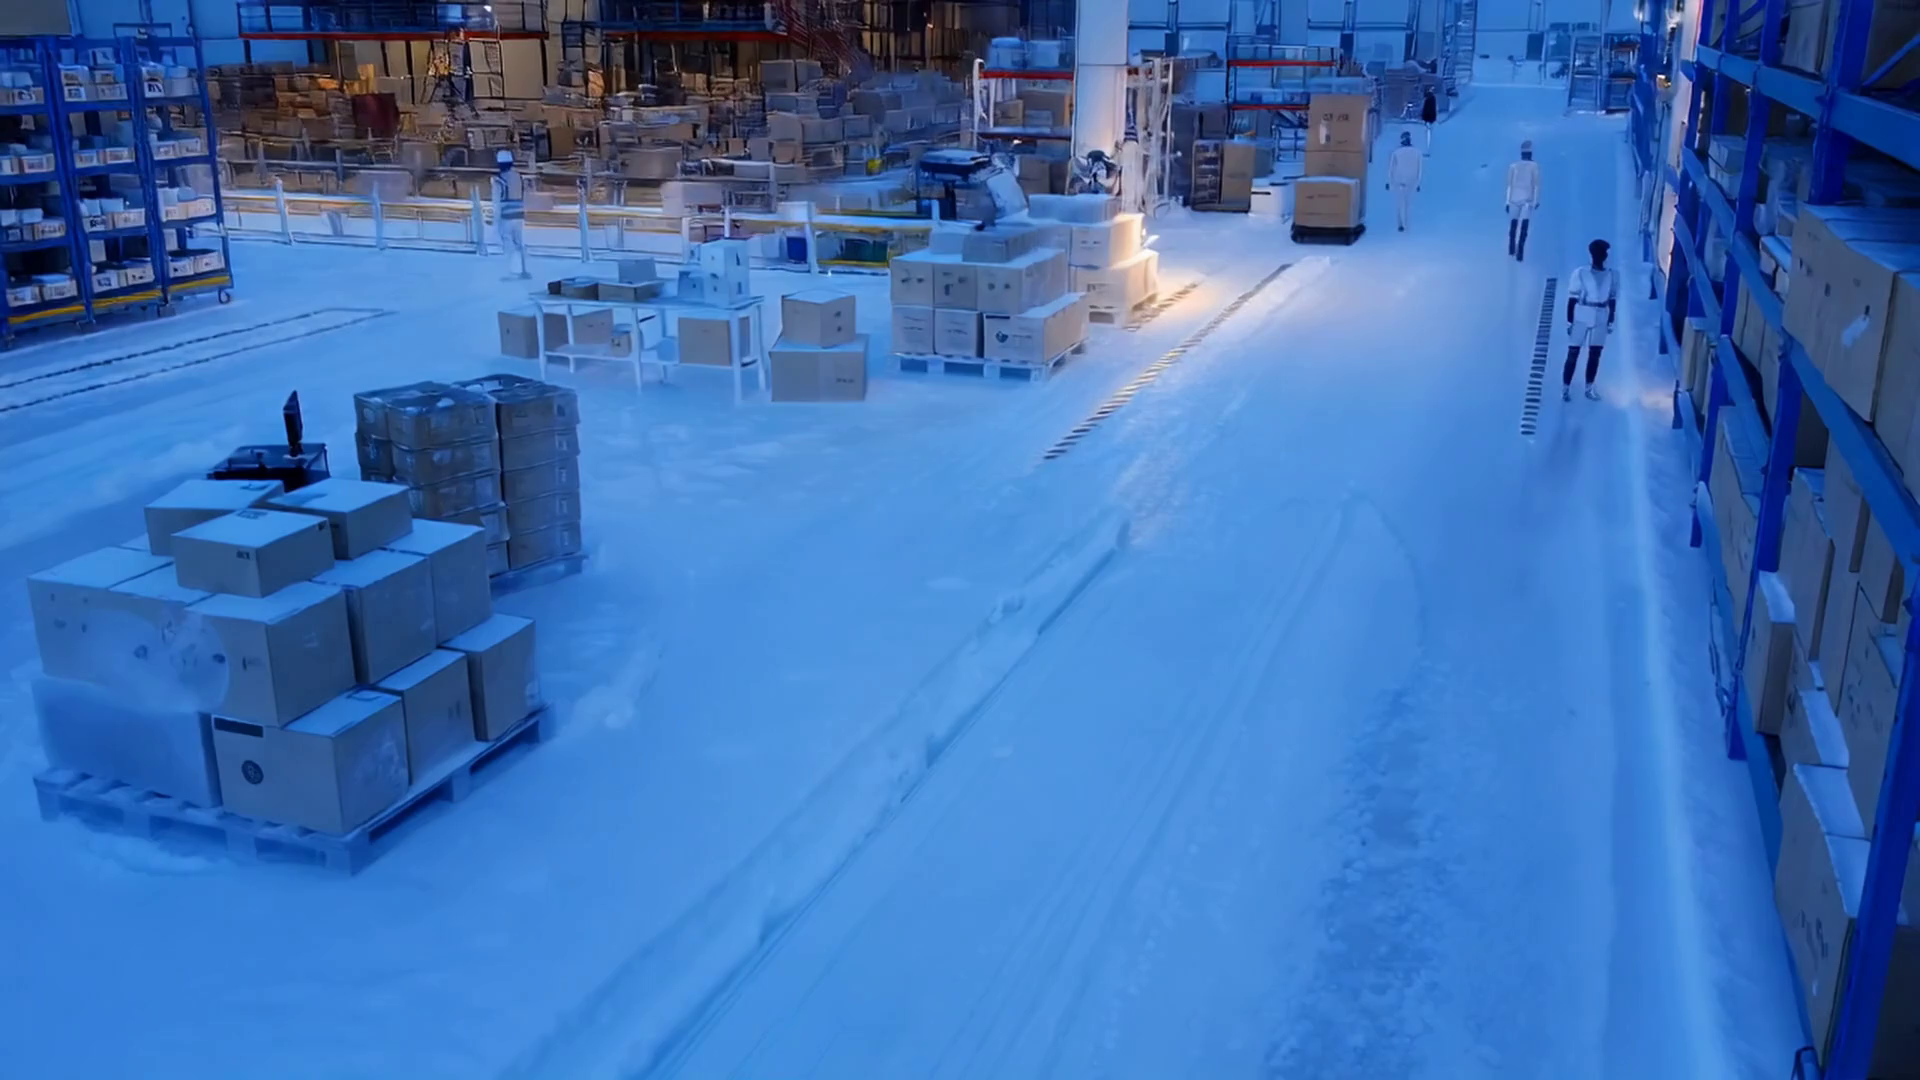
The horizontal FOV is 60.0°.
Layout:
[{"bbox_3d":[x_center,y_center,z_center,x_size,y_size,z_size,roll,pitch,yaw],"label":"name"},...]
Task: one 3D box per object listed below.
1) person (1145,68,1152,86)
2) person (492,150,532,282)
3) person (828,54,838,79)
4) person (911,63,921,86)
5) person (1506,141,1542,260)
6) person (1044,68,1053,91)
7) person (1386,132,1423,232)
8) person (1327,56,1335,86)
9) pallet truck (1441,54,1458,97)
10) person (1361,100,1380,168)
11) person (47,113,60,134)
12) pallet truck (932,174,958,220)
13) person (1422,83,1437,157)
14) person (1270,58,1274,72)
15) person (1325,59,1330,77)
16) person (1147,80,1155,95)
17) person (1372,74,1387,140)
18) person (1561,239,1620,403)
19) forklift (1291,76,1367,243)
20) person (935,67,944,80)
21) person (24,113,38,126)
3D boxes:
[{"bbox_3d":[7.163,-16.863,62.807,0.390,1.852,0.548,9,20,27],"label":"person"},{"bbox_3d":[-6.749,-4.845,24.919,0.425,1.938,0.603,11,21,30],"label":"person"},{"bbox_3d":[-6.209,-22.860,81.604,0.575,1.882,0.355,9,20,27],"label":"person"},{"bbox_3d":[-1.723,-18.366,67.484,1.031,1.875,0.556,1,18,4],"label":"person"},{"bbox_3d":[9.203,-5.552,27.211,0.548,1.902,0.960,7,19,20],"label":"person"},{"bbox_3d":[3.916,-20.900,75.593,0.989,1.793,0.533,-1,18,-2],"label":"person"},{"bbox_3d":[8.196,-6.629,30.760,0.604,1.778,0.936,1,18,3],"label":"person"},{"bbox_3d":[17.600,-21.914,78.624,1.003,1.882,0.651,-5,18,-14],"label":"person"},{"bbox_3d":[22.765,-21.886,78.355,0.823,1.965,1.885,-4,18,-14],"label":"pallet truck"},{"bbox_3d":[10.532,-10.479,42.944,0.521,1.729,0.808,6,19,19],"label":"person"},{"bbox_3d":[-29.888,-14.377,54.685,0.605,2.045,0.378,-15,23,-40],"label":"person"},{"bbox_3d":[-0.507,-5.292,27.348,0.653,1.274,1.630,6,19,19],"label":"pallet truck"},{"bbox_3d":[13.009,-11.637,46.155,0.375,1.997,0.612,9,20,26],"label":"person"},{"bbox_3d":[16.172,-23.989,85.249,0.546,1.827,0.650,-1,18,-2],"label":"person"},{"bbox_3d":[19.161,-24.312,86.141,0.581,1.901,0.809,-8,19,-23],"label":"person"},{"bbox_3d":[6.487,-14.976,57.209,0.597,1.649,0.539,3,18,9],"label":"person"},{"bbox_3d":[13.113,-13.674,52.485,0.535,2.000,0.674,-5,18,-16],"label":"person"},{"bbox_3d":[6.508,-2.259,17.168,0.539,1.698,0.319,-1,18,-2],"label":"person"},{"bbox_3d":[6.598,-6.755,29.381,1.129,2.768,1.873,6,19,19],"label":"forklift"},{"bbox_3d":[-0.761,-16.326,60.935,0.361,1.964,0.613,-2,18,-7],"label":"person"},{"bbox_3d":[-31.786,-14.916,56.605,0.643,1.909,0.410,-10,20,-27],"label":"person"}]
